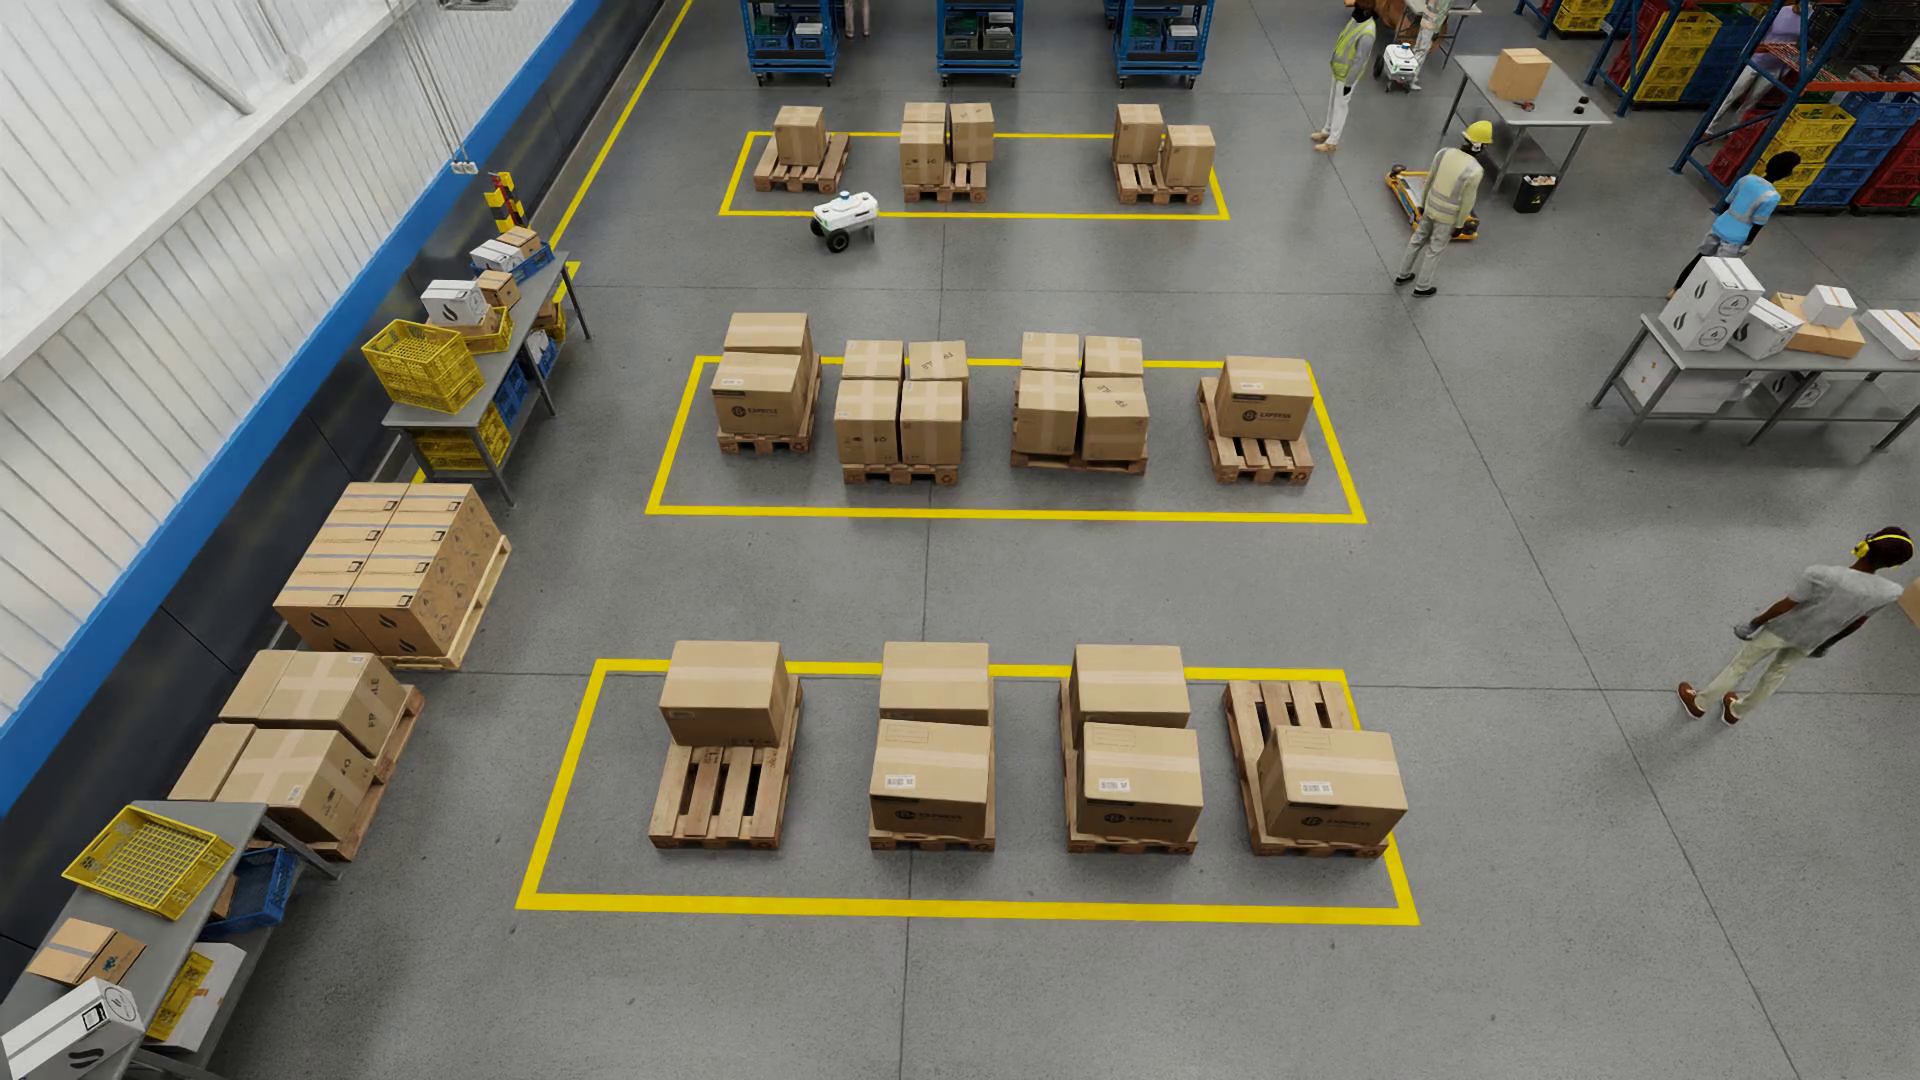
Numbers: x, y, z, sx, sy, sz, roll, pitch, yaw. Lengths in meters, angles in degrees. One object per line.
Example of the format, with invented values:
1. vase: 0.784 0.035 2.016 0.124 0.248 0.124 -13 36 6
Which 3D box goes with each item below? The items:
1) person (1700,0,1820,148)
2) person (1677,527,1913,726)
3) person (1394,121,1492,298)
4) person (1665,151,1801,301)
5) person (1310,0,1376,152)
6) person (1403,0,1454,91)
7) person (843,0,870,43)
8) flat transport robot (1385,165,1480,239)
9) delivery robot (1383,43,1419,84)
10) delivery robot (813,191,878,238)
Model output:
1. person: 10.156 -5.979 11.601 0.635 1.932 0.372 12 50 10
2. person: 5.397 0.593 5.951 0.520 1.872 0.329 15 51 13
3. person: 4.978 -3.377 9.419 0.403 1.823 0.586 -19 52 -16
4. person: 7.788 -3.084 9.250 0.319 1.692 0.533 -3 49 -2
5. person: 4.869 -5.899 11.596 0.428 1.836 0.628 3 49 3
6. person: 6.615 -7.209 12.862 0.316 1.631 0.523 5 49 5
7. person: -1.600 -8.651 13.885 0.627 1.980 0.411 -19 52 -16
8. flat transport robot: 5.692 -4.094 11.059 0.652 0.197 1.431 1 49 1
9. delivery robot: 6.373 -6.919 13.258 0.477 0.478 0.707 4 49 4
10. delivery robot: -1.306 -3.759 10.522 0.707 0.478 0.477 -26 54 -21
